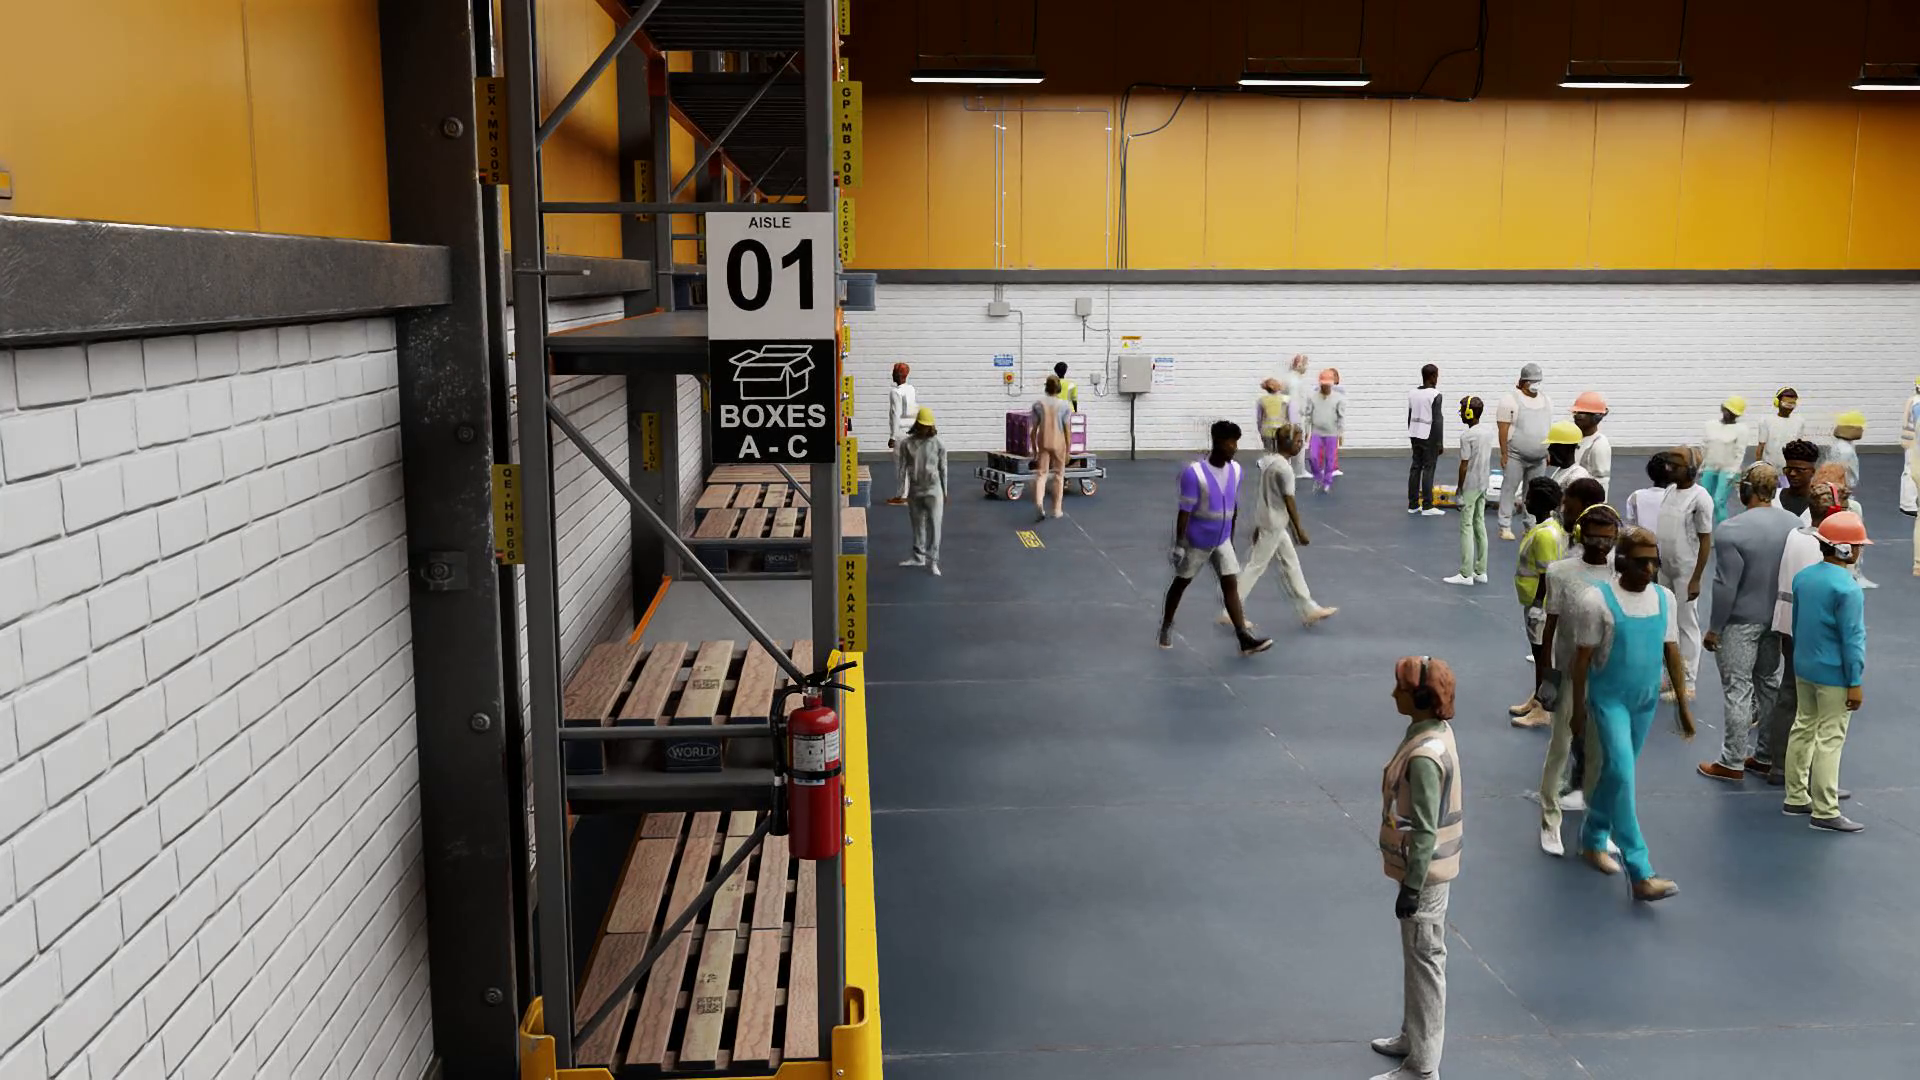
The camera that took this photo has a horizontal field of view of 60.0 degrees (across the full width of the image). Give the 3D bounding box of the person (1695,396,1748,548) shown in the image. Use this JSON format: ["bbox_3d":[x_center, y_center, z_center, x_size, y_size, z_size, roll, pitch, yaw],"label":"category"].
[{"bbox_3d":[8.430,-0.750,18.463,0.341,1.719,0.573,-6,11,-34],"label":"person"}]

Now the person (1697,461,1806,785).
[{"bbox_3d":[4.717,0.494,9.934,0.629,1.940,0.373,-3,10,-20],"label":"person"}]

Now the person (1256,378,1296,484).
[{"bbox_3d":[4.425,-1.460,23.283,0.567,1.604,0.350,3,10,20],"label":"person"}]

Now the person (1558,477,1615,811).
[{"bbox_3d":[3.593,0.591,9.483,0.373,1.899,0.671,3,10,21],"label":"person"}]

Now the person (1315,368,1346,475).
[{"bbox_3d":[5.614,-1.796,25.269,0.507,1.632,0.268,7,11,36],"label":"person"}]

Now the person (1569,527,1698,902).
[{"bbox_3d":[3.334,0.848,8.144,0.513,1.805,0.924,-3,9,-17],"label":"person"}]

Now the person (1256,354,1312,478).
[{"bbox_3d":[4.888,-1.833,24.798,0.822,1.874,0.693,2,9,14],"label":"person"}]

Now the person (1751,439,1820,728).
[{"bbox_3d":[5.503,0.308,11.015,0.604,1.966,0.367,8,12,40],"label":"person"}]

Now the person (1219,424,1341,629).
[{"bbox_3d":[2.713,-0.095,14.140,1.052,1.780,0.490,1,9,5],"label":"person"}]

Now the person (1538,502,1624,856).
[{"bbox_3d":[3.286,0.728,8.707,0.507,1.865,0.329,-1,9,-4],"label":"person"}]

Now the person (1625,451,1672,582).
[{"bbox_3d":[5.336,0.168,12.732,0.318,1.699,0.533,-5,11,-31],"label":"person"}]

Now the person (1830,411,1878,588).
[{"bbox_3d":[8.683,-0.394,16.193,0.701,1.720,0.501,3,9,16],"label":"person"}]

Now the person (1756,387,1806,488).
[{"bbox_3d":[8.664,-0.687,17.586,0.510,1.865,0.329,0,9,-1],"label":"person"}]

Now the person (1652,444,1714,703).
[{"bbox_3d":[5.112,0.236,11.847,0.345,1.847,0.504,-2,9,-12],"label":"person"}]

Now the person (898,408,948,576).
[{"bbox_3d":[-0.401,-0.516,17.055,0.571,1.698,0.642,2,9,12],"label":"person"}]

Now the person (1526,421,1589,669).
[{"bbox_3d":[4.612,0.050,12.761,0.368,1.927,0.589,1,9,5],"label":"person"}]

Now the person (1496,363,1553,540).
[{"bbox_3d":[6.519,-1.013,19.080,0.676,2.000,0.536,-2,9,-13],"label":"person"}]

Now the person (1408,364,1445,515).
[{"bbox_3d":[5.903,-1.273,21.102,0.391,1.918,0.593,-4,10,-25],"label":"person"}]

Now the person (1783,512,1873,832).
[{"bbox_3d":[4.784,0.712,9.141,0.324,1.752,0.563,-1,9,-4],"label":"person"}]

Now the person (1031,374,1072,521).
[{"bbox_3d":[1.120,-1.138,20.562,0.511,1.823,0.810,2,9,15],"label":"person"}]

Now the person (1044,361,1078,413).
[{"bbox_3d":[1.580,-1.934,25.940,0.538,1.695,0.318,1,9,6],"label":"person"}]

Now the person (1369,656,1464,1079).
[{"bbox_3d":[1.715,1.235,6.218,0.309,1.641,0.514,3,9,16],"label":"person"}]

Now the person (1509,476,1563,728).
[{"bbox_3d":[3.893,0.414,11.190,0.319,1.697,0.533,3,10,18],"label":"person"}]

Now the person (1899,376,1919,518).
[{"bbox_3d":[12.020,-1.188,20.846,0.404,1.827,0.589,4,10,23],"label":"person"}]

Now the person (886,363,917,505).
[{"bbox_3d":[-0.774,-1.405,22.029,0.356,1.884,0.574,4,10,24],"label":"person"}]

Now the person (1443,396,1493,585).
[{"bbox_3d":[5.020,-0.484,16.334,0.509,1.860,0.333,-8,12,-41],"label":"person"}]

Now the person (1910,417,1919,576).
[{"bbox_3d":[9.868,-0.640,16.734,0.535,2.000,0.683,4,10,23],"label":"person"}]

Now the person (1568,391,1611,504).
[{"bbox_3d":[5.364,-0.258,14.318,0.363,2.047,0.611,0,9,2],"label":"person"}]

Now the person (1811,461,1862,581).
[{"bbox_3d":[6.563,0.213,12.654,0.500,1.633,0.281,7,11,36],"label":"person"}]

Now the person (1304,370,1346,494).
[{"bbox_3d":[5.053,-1.498,23.076,0.587,1.726,0.495,4,10,24],"label":"person"}]

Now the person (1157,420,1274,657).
[{"bbox_3d":[1.991,-0.014,13.255,0.704,1.884,1.071,-6,11,-31],"label":"person"}]

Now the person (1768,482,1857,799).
[{"bbox_3d":[4.963,0.578,9.692,0.378,1.844,0.569,-2,9,-12],"label":"person"}]

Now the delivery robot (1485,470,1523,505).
[{"bbox_3d":[6.796,-0.648,21.142,0.707,0.478,0.477,6,11,32],"label":"delivery robot"}]

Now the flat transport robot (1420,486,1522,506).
[{"bbox_3d":[6.794,-0.572,21.849,1.431,0.197,0.652,2,9,14],"label":"flat transport robot"}]
